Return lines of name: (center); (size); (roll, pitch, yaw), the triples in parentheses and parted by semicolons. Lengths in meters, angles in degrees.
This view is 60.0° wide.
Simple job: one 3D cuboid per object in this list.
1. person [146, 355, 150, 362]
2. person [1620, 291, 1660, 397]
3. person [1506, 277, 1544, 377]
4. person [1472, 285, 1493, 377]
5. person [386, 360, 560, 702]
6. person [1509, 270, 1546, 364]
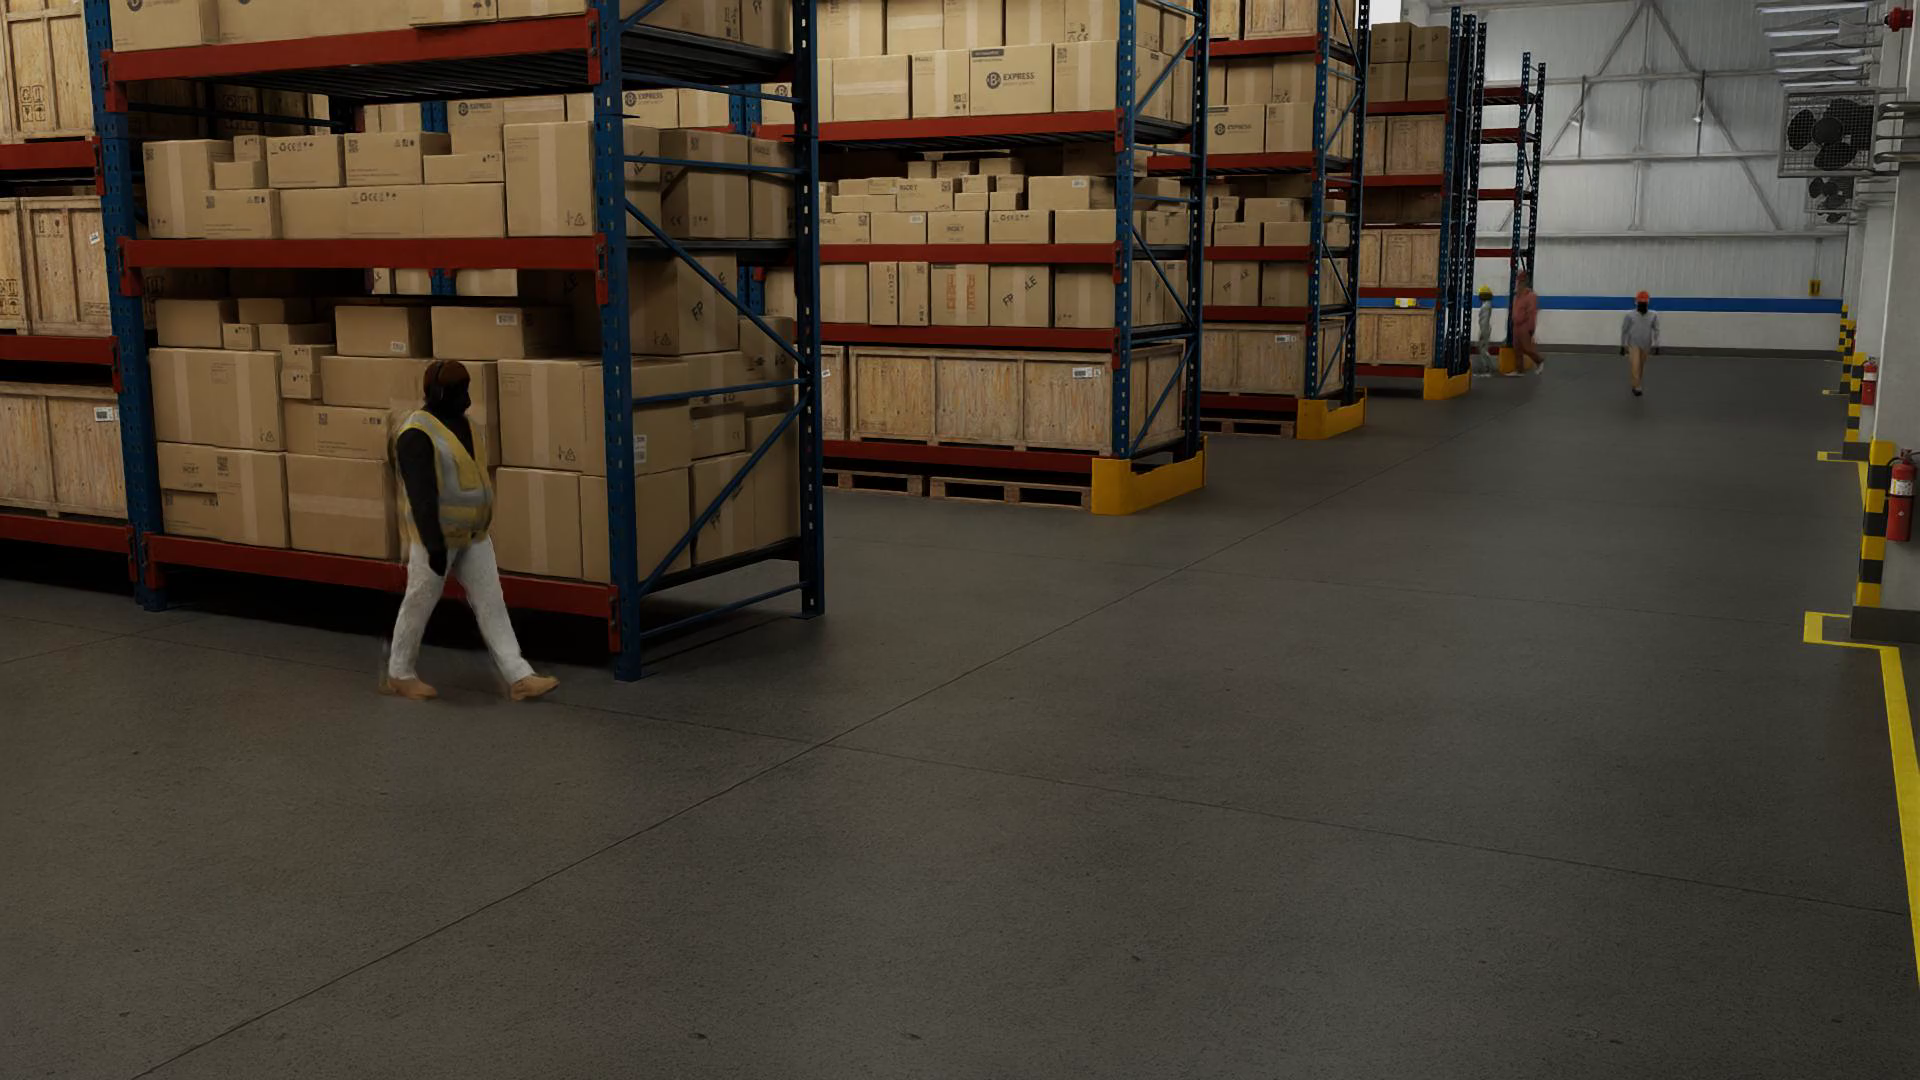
person: (-8.597, -1.494, 17.520); (0.416, 1.615, 0.535); (3, 10, 18)
person: (11.126, -3.202, 27.180); (0.581, 1.701, 0.890); (1, 10, 7)
person: (10.673, -4.012, 31.355); (0.663, 1.882, 0.672); (-3, 10, -15)
person: (9.853, -3.929, 31.299); (0.324, 1.742, 0.490); (3, 10, 16)
person: (-2.602, -0.029, 8.569); (0.979, 1.794, 0.648); (3, 10, 18)
person: (11.802, -4.622, 34.658); (0.925, 1.951, 0.626); (6, 12, 32)
